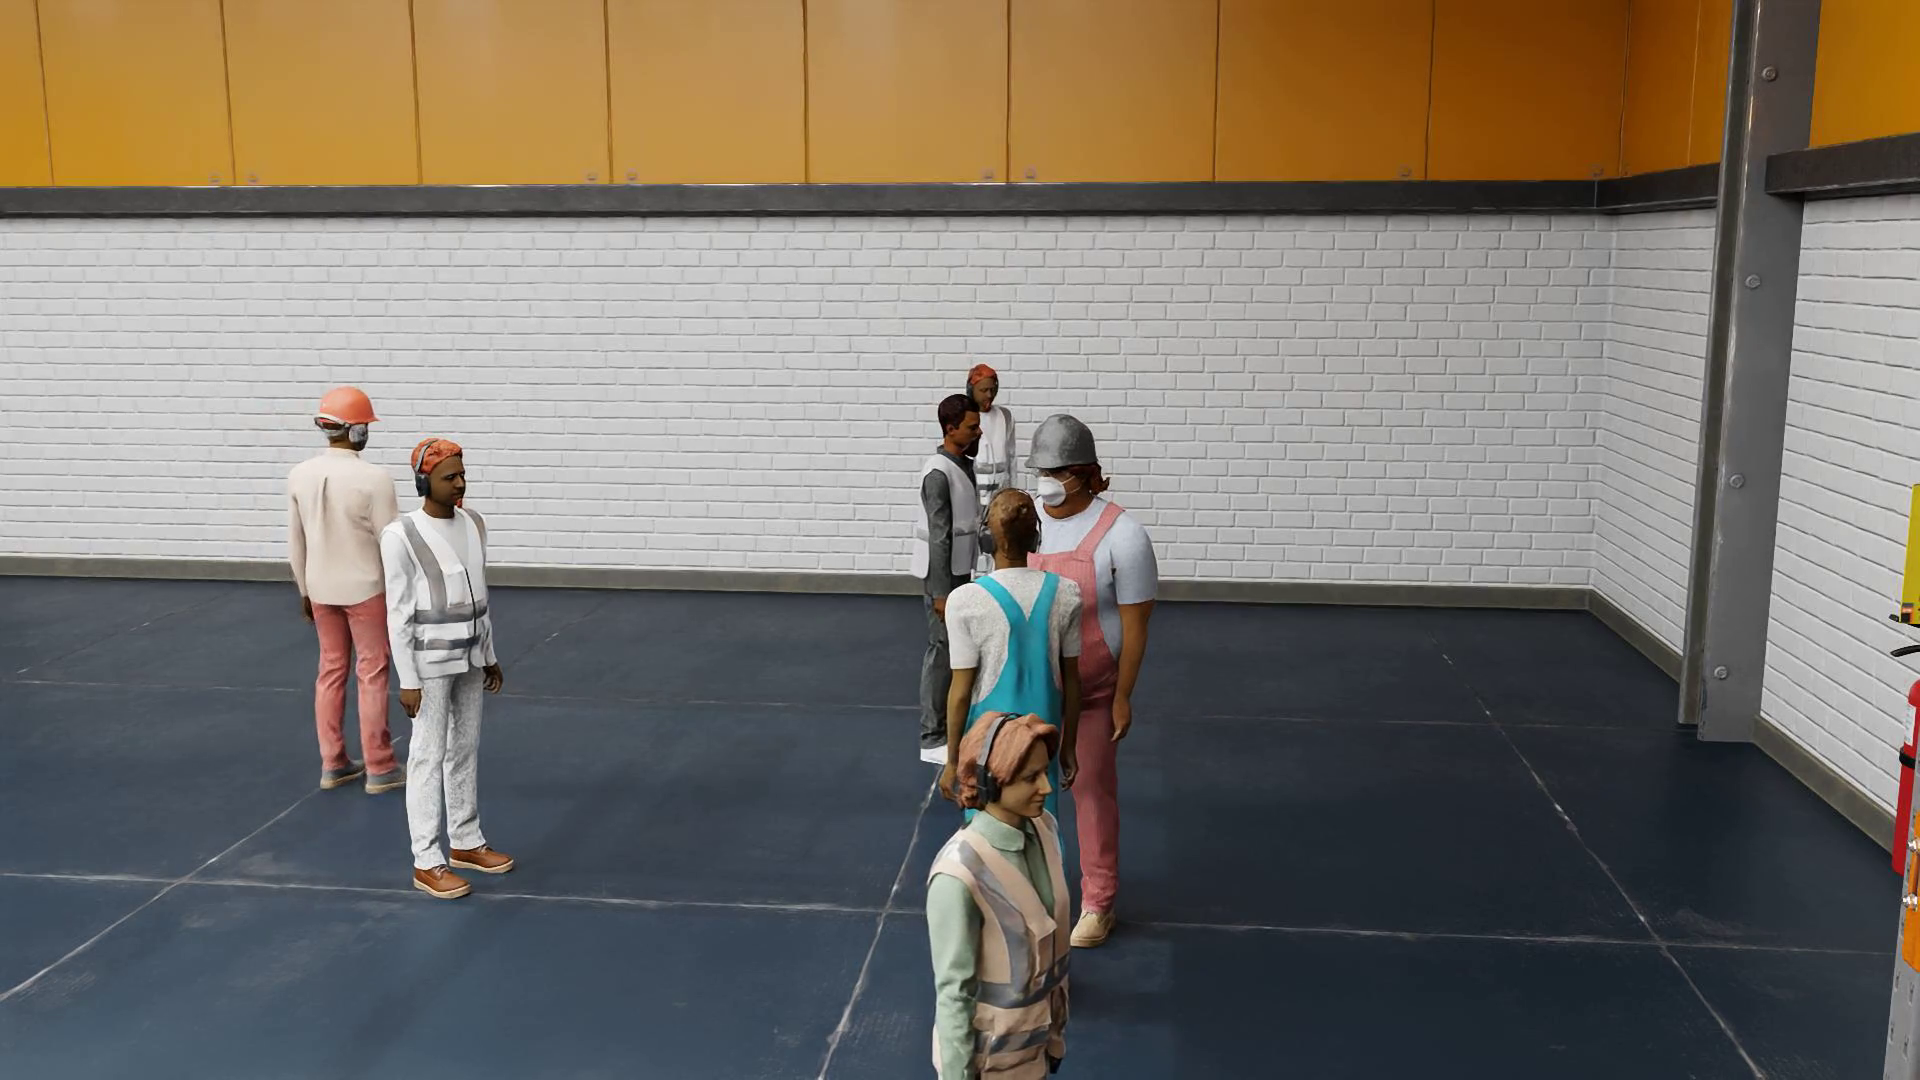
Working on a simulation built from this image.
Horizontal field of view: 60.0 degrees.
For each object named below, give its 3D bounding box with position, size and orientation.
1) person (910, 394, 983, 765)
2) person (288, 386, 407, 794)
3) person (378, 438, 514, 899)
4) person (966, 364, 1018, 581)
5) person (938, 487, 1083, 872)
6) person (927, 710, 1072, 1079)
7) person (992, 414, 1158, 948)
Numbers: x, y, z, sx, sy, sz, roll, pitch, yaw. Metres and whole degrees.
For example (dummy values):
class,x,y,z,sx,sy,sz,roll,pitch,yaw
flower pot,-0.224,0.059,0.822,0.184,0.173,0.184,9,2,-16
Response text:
class,x,y,z,sx,sy,sz,roll,pitch,yaw
person,-0.062,0.197,8.633,0.373,1.917,0.594,2,10,11
person,-2.964,0.245,8.139,0.623,1.992,0.396,4,11,20
person,-2.123,0.518,6.897,0.354,1.883,0.576,4,11,22
person,0.152,-0.268,11.433,0.585,1.876,0.374,-6,12,-32
person,0.176,0.733,5.775,0.519,1.844,0.330,-4,11,-23
person,0.092,1.182,3.789,0.308,1.639,0.524,5,11,26
person,0.370,0.533,6.362,0.684,2.000,0.538,6,12,31
